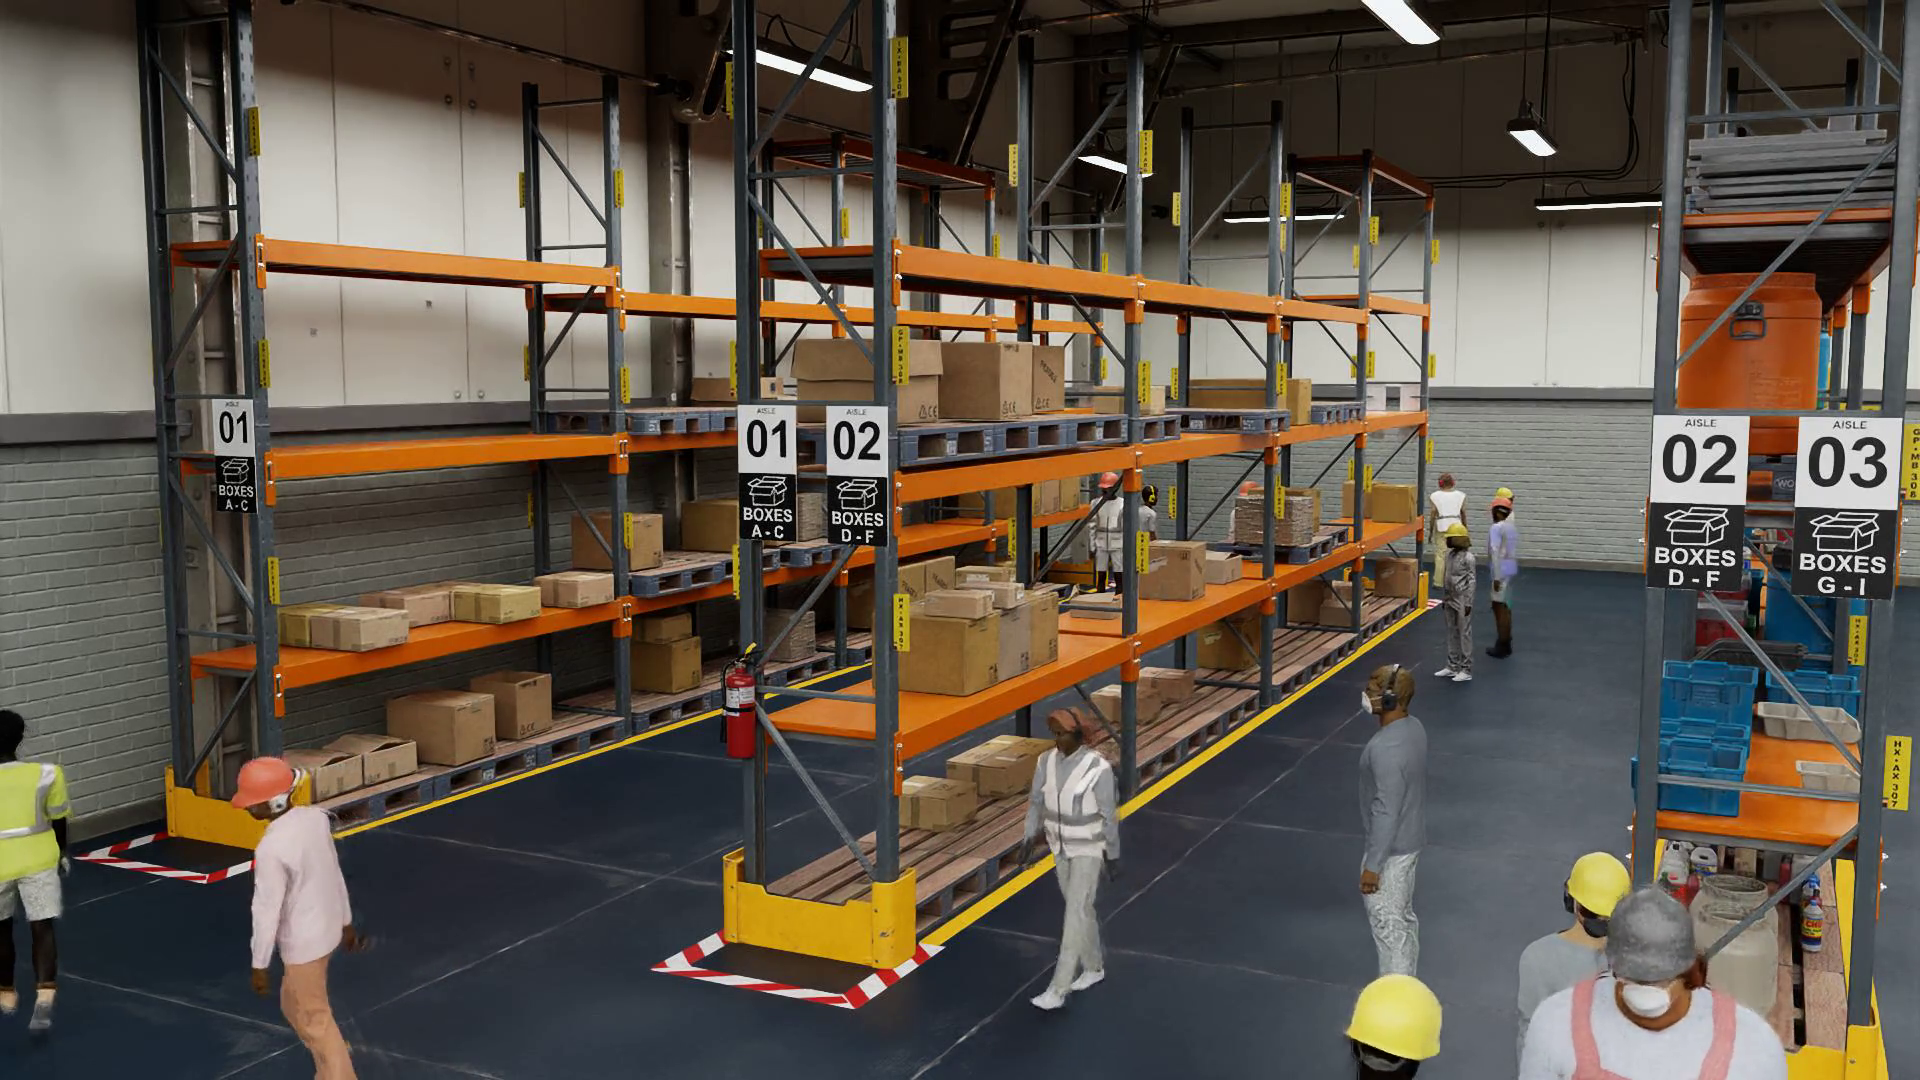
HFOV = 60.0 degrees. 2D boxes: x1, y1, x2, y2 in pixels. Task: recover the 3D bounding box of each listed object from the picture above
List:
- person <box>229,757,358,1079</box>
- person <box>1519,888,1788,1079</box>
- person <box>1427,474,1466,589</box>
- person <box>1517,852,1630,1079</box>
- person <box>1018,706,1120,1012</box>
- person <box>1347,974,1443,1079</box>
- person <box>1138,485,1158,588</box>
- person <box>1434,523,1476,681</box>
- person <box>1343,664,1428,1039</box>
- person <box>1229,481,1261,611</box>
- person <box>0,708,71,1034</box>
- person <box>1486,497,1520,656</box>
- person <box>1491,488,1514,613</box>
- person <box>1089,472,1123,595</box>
[{"bbox_3d":[-2.974,1.802,7.524,0.547,1.709,0.581,0,6,-3],"label":"person"},{"bbox_3d":[1.933,1.934,4.676,0.735,2.000,0.670,3,7,26],"label":"person"},{"bbox_3d":[7.544,-0.102,25.723,0.646,1.815,0.751,0,6,-4],"label":"person"},{"bbox_3d":[2.196,1.953,5.849,0.523,1.763,0.329,-2,6,-16],"label":"person"},{"bbox_3d":[0.553,1.709,8.968,0.790,1.607,0.516,-5,8,-41],"label":"person"},{"bbox_3d":[1.042,2.052,4.216,0.585,1.905,0.469,2,6,17],"label":"person"},{"bbox_3d":[2.543,0.190,22.520,0.329,1.865,0.514,-2,6,-22],"label":"person"},{"bbox_3d":[5.468,0.678,18.326,0.319,1.742,0.492,-2,6,-18],"label":"person"},{"bbox_3d":[2.189,1.590,8.516,0.372,1.940,0.631,3,7,26],"label":"person"},{"bbox_3d":[3.736,0.227,21.548,0.613,1.986,0.401,5,8,39],"label":"person"},{"bbox_3d":[-4.903,1.710,8.645,0.531,1.670,0.773,-4,7,-31],"label":"person"},{"bbox_3d":[6.482,0.439,19.984,0.452,1.884,0.736,5,8,42],"label":"person"},{"bbox_3d":[7.635,0.146,23.389,0.316,1.767,0.535,2,6,22],"label":"person"},{"bbox_3d":[2.044,0.093,22.588,0.609,2.040,0.395,2,6,21],"label":"person"}]
